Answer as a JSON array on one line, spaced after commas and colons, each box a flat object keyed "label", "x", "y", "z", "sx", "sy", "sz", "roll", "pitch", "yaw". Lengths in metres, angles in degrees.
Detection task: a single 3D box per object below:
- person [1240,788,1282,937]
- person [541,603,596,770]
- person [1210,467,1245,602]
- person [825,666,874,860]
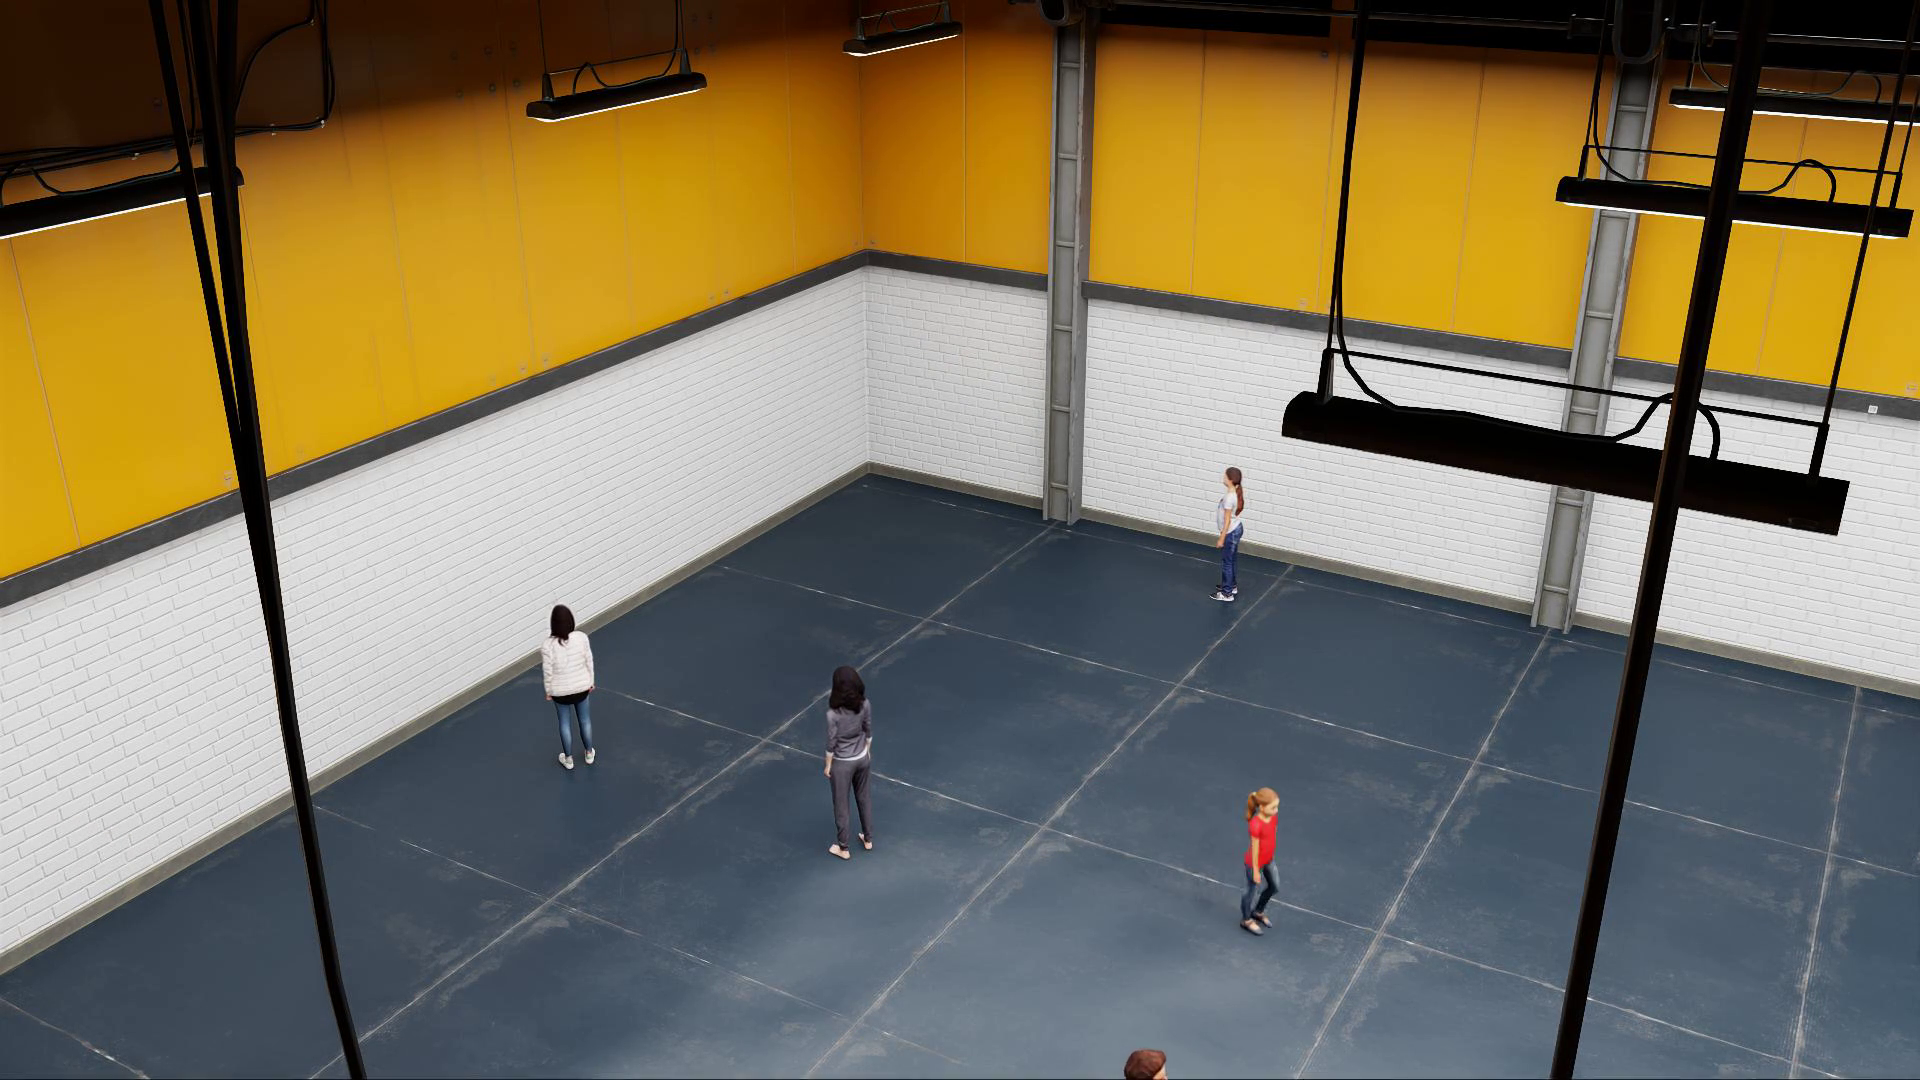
[{"label": "person", "x": 2.285, "y": 2.487, "z": 13.007, "sx": 0.538, "sy": 1.300, "sz": 0.575, "roll": -20, "pitch": 31, "yaw": -38}, {"label": "person", "x": -3.578, "y": 1.326, "z": 15.241, "sx": 0.702, "sy": 1.638, "sz": 0.729, "roll": -11, "pitch": 26, "yaw": -23}, {"label": "person", "x": 3.017, "y": -0.090, "z": 18.576, "sx": 0.537, "sy": 1.562, "sz": 0.552, "roll": 11, "pitch": 26, "yaw": 23}, {"label": "person", "x": -0.921, "y": 1.848, "z": 13.890, "sx": 0.663, "sy": 1.765, "sz": 0.656, "roll": -15, "pitch": 28, "yaw": -31}]
